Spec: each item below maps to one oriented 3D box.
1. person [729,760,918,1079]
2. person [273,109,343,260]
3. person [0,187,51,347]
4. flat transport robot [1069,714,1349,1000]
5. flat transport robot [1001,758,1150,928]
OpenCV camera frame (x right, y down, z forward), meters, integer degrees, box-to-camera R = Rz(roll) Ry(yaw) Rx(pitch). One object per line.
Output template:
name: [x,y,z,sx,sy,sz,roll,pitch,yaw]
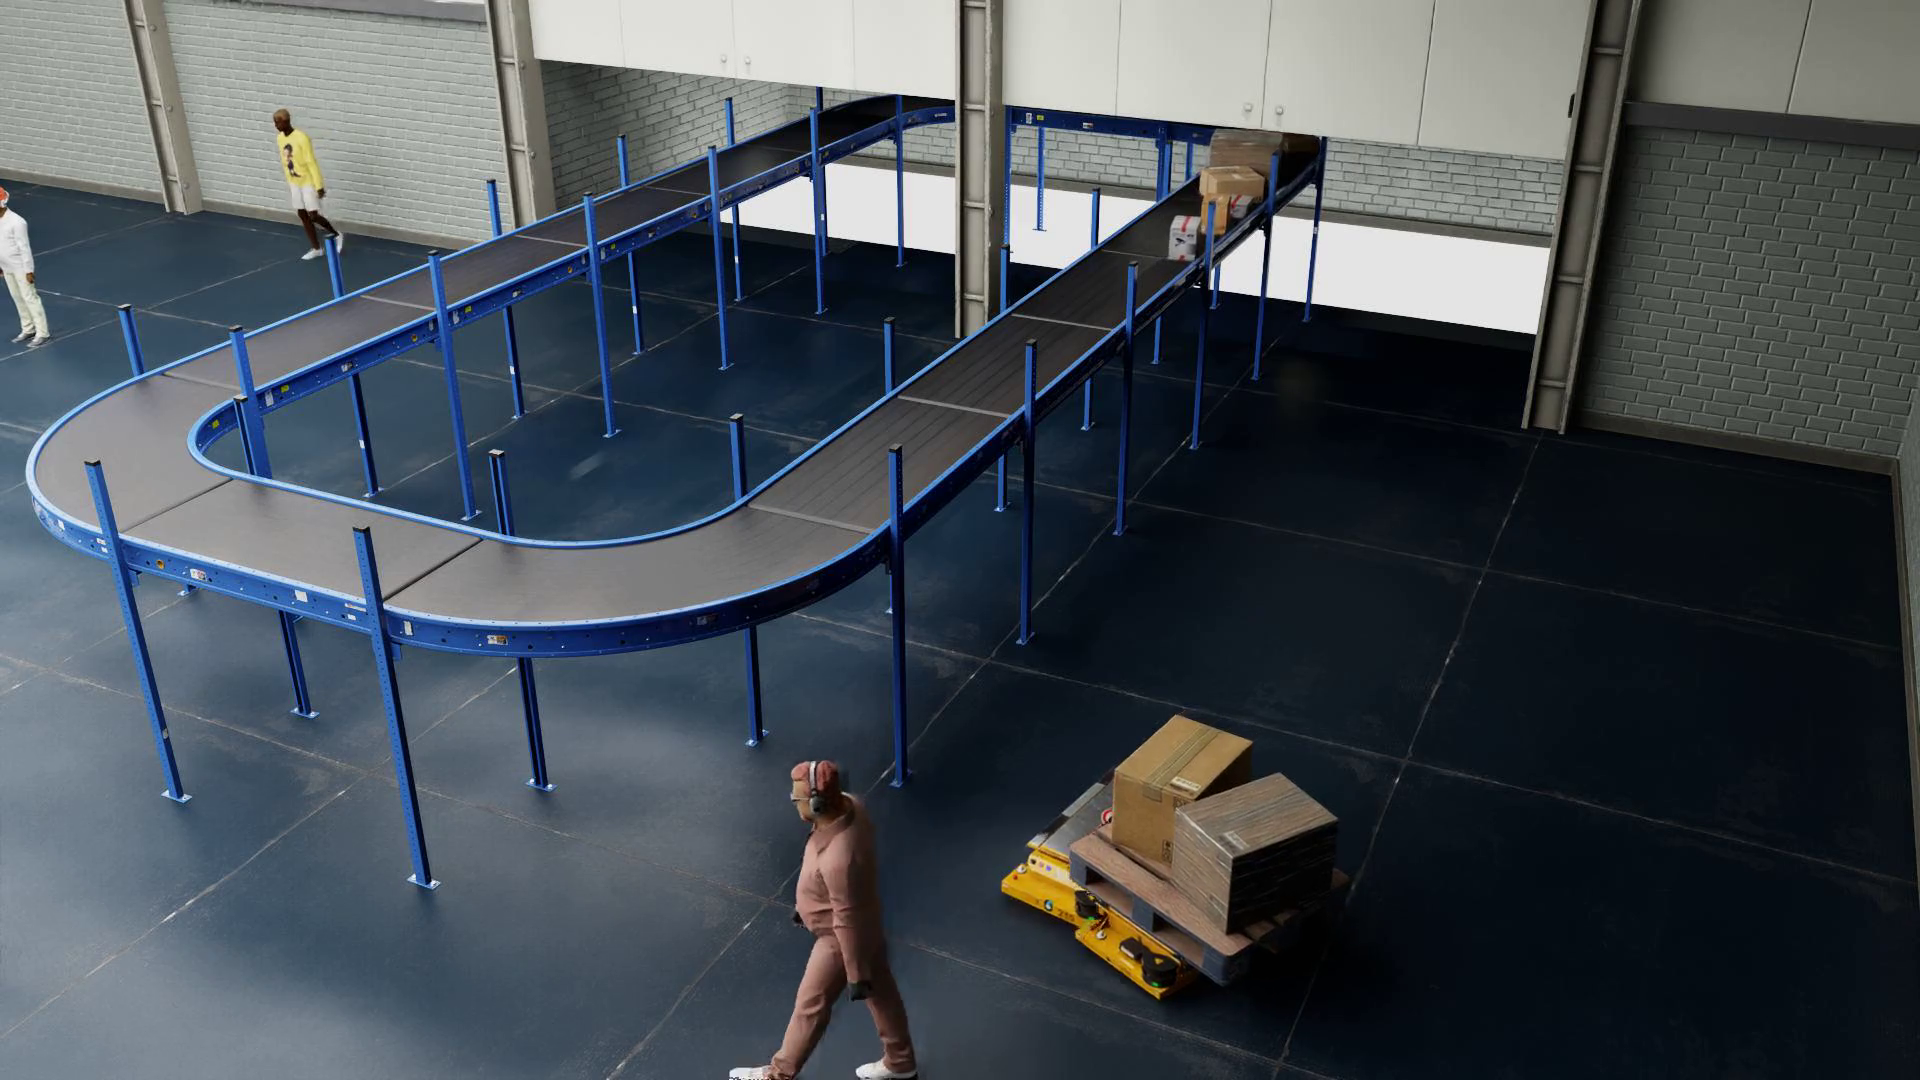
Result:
person: [-0.664,1.866,7.930,0.986,1.856,0.652,2,26,3]
person: [-8.067,-4.400,20.542,0.582,1.870,0.542,13,29,24]
person: [-10.084,-2.927,17.713,0.564,1.743,0.351,14,30,26]
flat transport robot: [1.382,2.044,9.358,1.431,0.231,0.659,-20,33,-35]
flat transport robot: [0.916,1.784,9.881,0.659,0.231,1.431,18,32,32]
